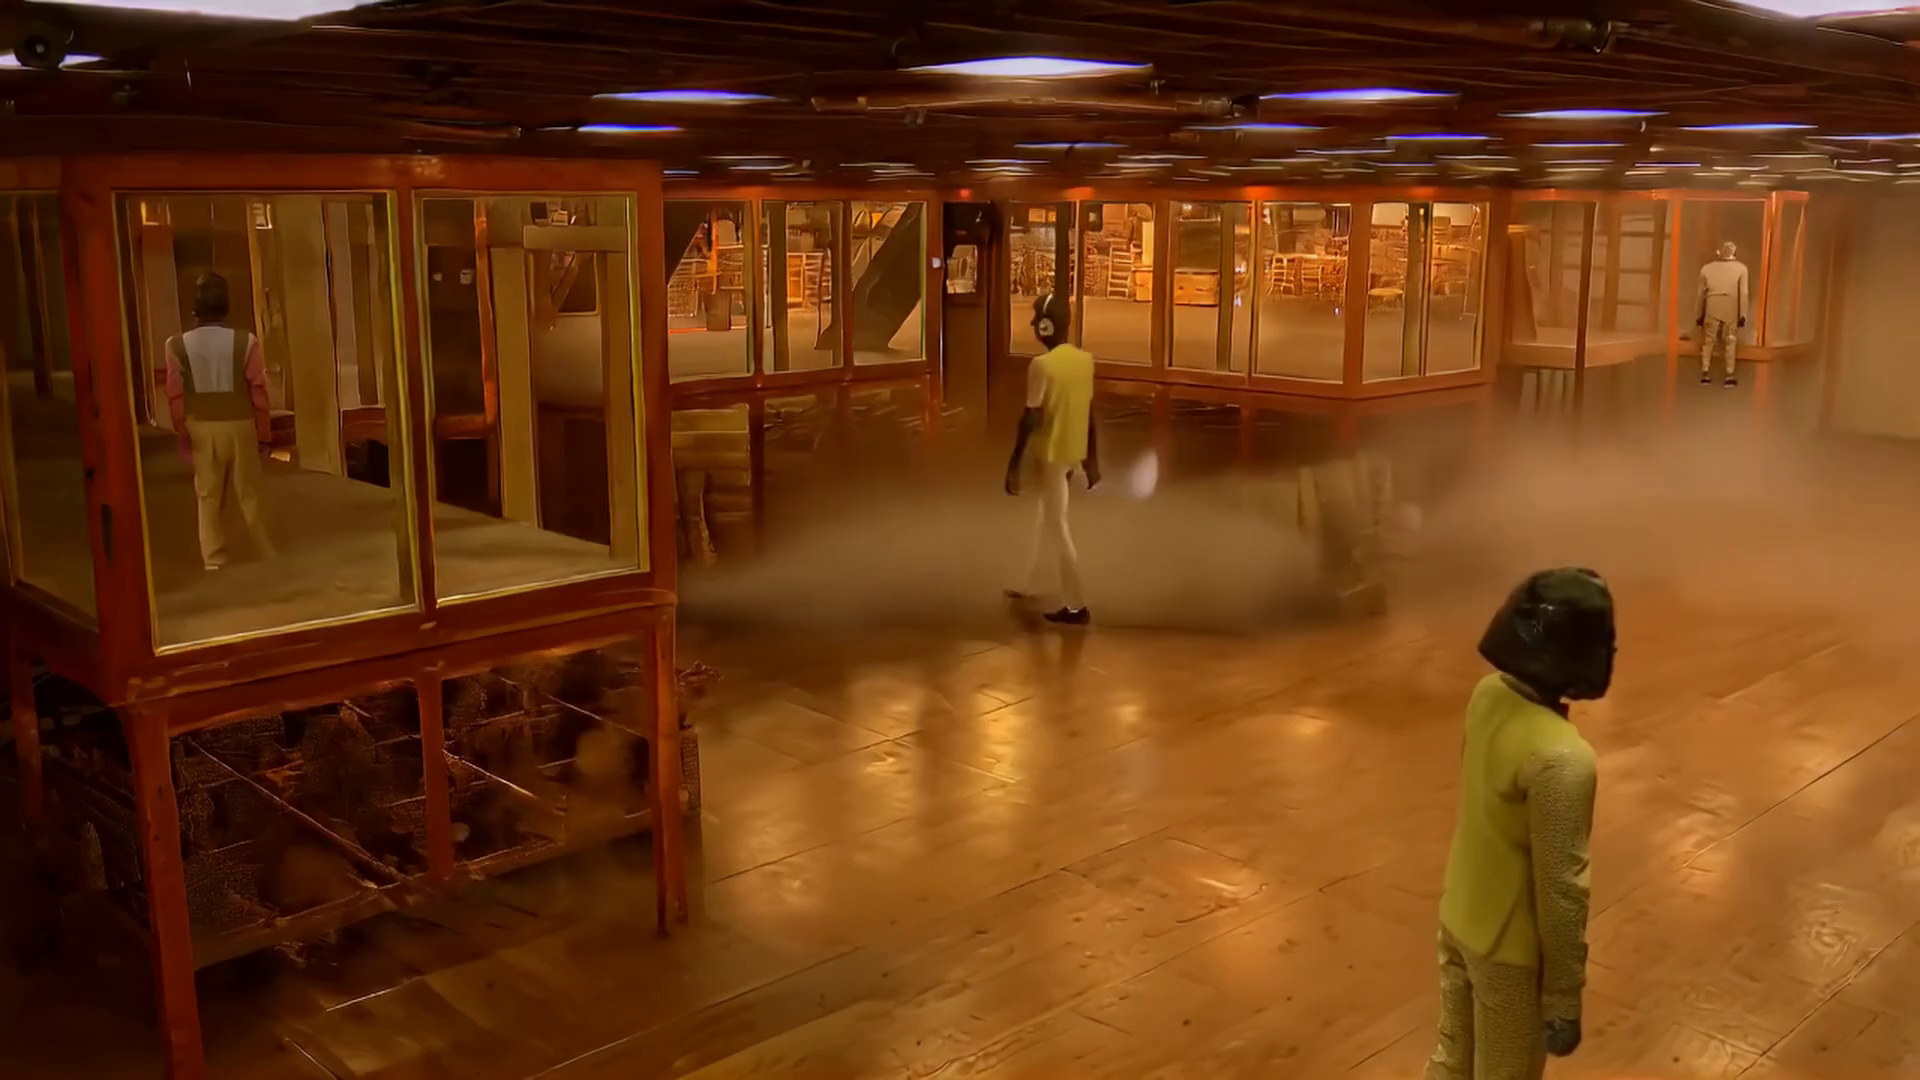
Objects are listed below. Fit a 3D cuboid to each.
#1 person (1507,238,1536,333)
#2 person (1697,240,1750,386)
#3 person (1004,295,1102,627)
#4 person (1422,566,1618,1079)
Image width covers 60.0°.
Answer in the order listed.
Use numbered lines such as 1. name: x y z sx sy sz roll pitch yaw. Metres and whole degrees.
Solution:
1. person: 10.008 -4.586 30.263 1.009 1.800 0.510 3 12 15
2. person: 10.064 -2.990 21.944 0.641 1.908 0.407 9 15 39
3. person: 0.453 -0.446 9.363 0.768 1.841 0.561 11 16 43
4. person: 1.144 0.848 3.451 0.322 1.620 0.512 -1 11 -4
